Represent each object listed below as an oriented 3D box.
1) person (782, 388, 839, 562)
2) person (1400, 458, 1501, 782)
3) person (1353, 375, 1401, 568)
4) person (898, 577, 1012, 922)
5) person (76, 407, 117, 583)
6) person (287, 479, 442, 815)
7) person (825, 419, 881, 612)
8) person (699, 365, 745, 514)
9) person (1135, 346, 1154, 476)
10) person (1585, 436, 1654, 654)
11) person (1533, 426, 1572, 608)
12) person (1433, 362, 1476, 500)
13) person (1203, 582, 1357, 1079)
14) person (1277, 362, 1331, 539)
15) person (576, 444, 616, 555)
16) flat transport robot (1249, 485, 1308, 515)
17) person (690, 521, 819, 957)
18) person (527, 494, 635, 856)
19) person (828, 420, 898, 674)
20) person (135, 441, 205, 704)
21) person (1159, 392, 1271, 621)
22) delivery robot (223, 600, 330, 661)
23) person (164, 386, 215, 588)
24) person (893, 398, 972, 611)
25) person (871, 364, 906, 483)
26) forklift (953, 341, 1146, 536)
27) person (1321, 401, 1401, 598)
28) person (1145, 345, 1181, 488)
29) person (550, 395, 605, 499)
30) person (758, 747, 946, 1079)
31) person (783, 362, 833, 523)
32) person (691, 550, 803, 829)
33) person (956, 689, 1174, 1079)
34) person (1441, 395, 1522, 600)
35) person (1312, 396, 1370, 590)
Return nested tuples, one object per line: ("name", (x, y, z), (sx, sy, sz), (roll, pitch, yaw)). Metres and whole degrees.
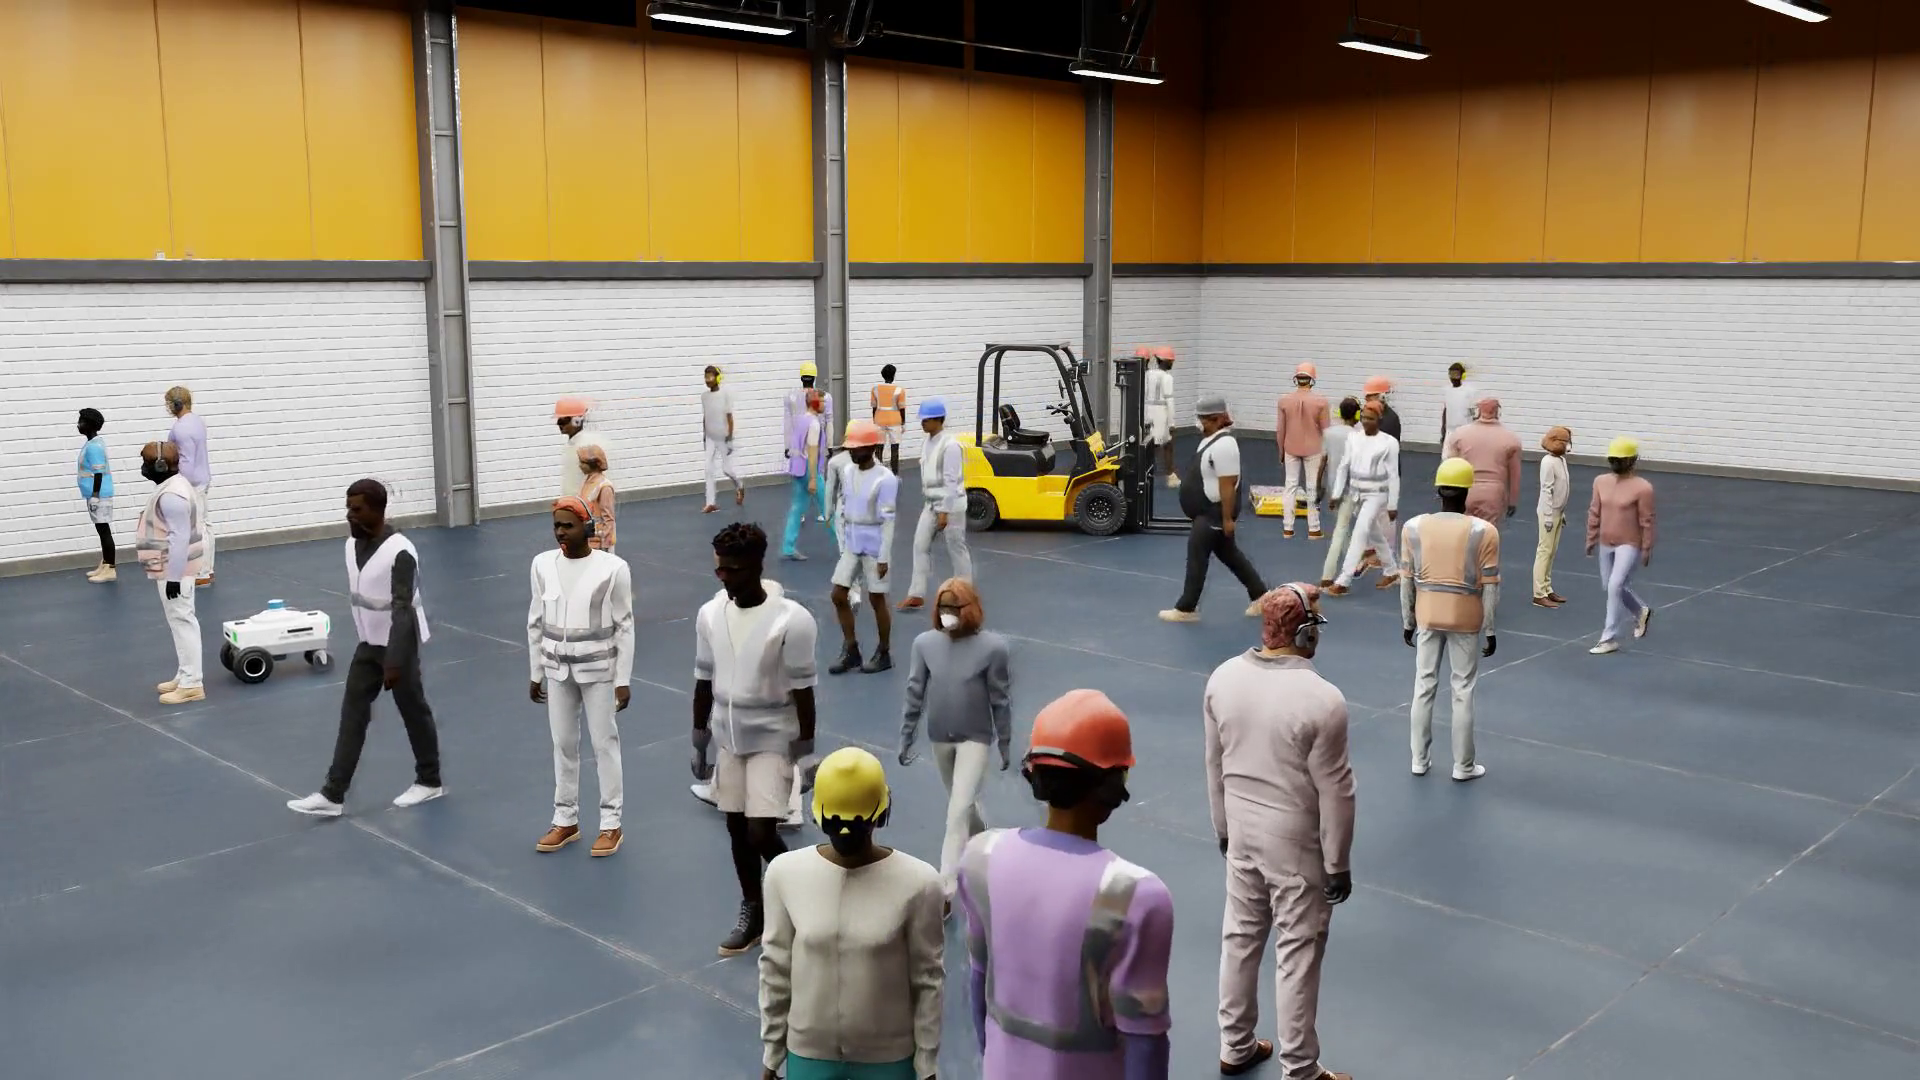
("person", (-1.436, -0.667, 17.243), (0.940, 1.794, 0.591), (-4, 10, -22))
("person", (2.901, 0.472, 9.872), (0.587, 1.928, 0.362), (6, 11, 32))
("person", (4.203, -0.683, 16.814), (0.522, 1.970, 0.606), (-3, 10, -17))
("person", (-0.012, 0.955, 7.962), (0.516, 1.585, 0.878), (5, 10, 26))
("person", (-8.393, -0.439, 16.161), (0.318, 1.700, 0.535), (-5, 11, -29))
("person", (-3.277, 0.611, 9.157), (0.624, 1.876, 0.938), (7, 12, 38))
("person", (-0.939, -0.225, 14.862), (0.498, 1.705, 0.901), (-2, 9, -13))
("person", (-2.985, -1.275, 20.818), (0.520, 1.854, 0.743), (4, 10, 25))
("person", (2.648, -1.852, 24.171), (0.547, 1.921, 0.418), (5, 10, 28))
("person", (5.304, 0.019, 13.263), (0.784, 1.736, 0.528), (-6, 11, -31))
("person", (5.347, -0.215, 14.985), (0.286, 1.633, 0.499), (6, 11, 32))
("person", (6.620, -1.446, 21.976), (0.846, 1.830, 0.579), (-7, 12, -38))
("person", (1.195, 1.096, 6.115), (0.408, 1.908, 0.643), (-7, 12, -38))
("person", (3.862, -0.998, 18.689), (0.609, 1.993, 0.382), (4, 10, 23))
("person", (-2.922, 0.043, 13.390), (0.311, 1.639, 0.512), (-6, 11, -33))
("flat transport robot", (4.022, -0.510, 20.963), (0.652, 0.197, 1.431), (1, 9, 6))
("person", (-0.917, 0.882, 7.293), (0.639, 1.947, 0.424), (5, 11, 30))
("person", (-1.973, 0.699, 8.623), (0.584, 1.882, 0.349), (2, 10, 15))
("person", (-0.753, 0.069, 12.369), (0.586, 1.914, 0.653), (8, 12, 40))
("person", (-5.540, 0.220, 11.683), (0.429, 1.842, 0.632), (-4, 10, -25))
("person", (2.269, -0.311, 14.328), (0.978, 2.000, 0.689), (1, 9, 5))
("delivery robot", (-5.099, 0.690, 12.431), (0.707, 0.478, 0.477), (-6, 11, -35))
("person", (-7.326, -0.501, 15.827), (0.371, 1.934, 0.627), (-2, 9, -12))
("person", (-0.236, -0.289, 14.595), (0.851, 1.906, 0.630), (-6, 11, -32))
("person", (-1.006, -1.637, 23.536), (0.525, 1.689, 0.320), (2, 10, 15))
("forklift", (0.977, -1.223, 19.452), (2.313, 2.155, 1.214), (2, 9, 11))
("person", (3.819, -0.392, 15.505), (1.042, 1.828, 0.582), (-5, 11, -29))
("person", (2.683, -1.675, 22.860), (0.999, 1.997, 0.631), (-3, 10, -15))
("person", (-3.203, -0.229, 14.002), (0.435, 1.977, 0.657), (-6, 11, -31))
("person", (-0.301, 1.418, 4.592), (0.522, 1.762, 0.320), (1, 9, 5))
("person", (-1.812, -1.165, 19.915), (0.595, 1.925, 0.371), (-1, 9, -7))
("person", (-1.157, 0.768, 9.078), (0.854, 1.584, 0.522), (8, 13, 42))
("person", (0.272, 1.365, 4.116), (0.612, 2.018, 0.434), (6, 11, 35))
("person", (4.792, -0.390, 15.294), (0.685, 1.876, 0.709), (3, 10, 16))
("person", (3.729, -0.457, 15.866), (0.967, 1.823, 0.558), (-8, 13, -42))
